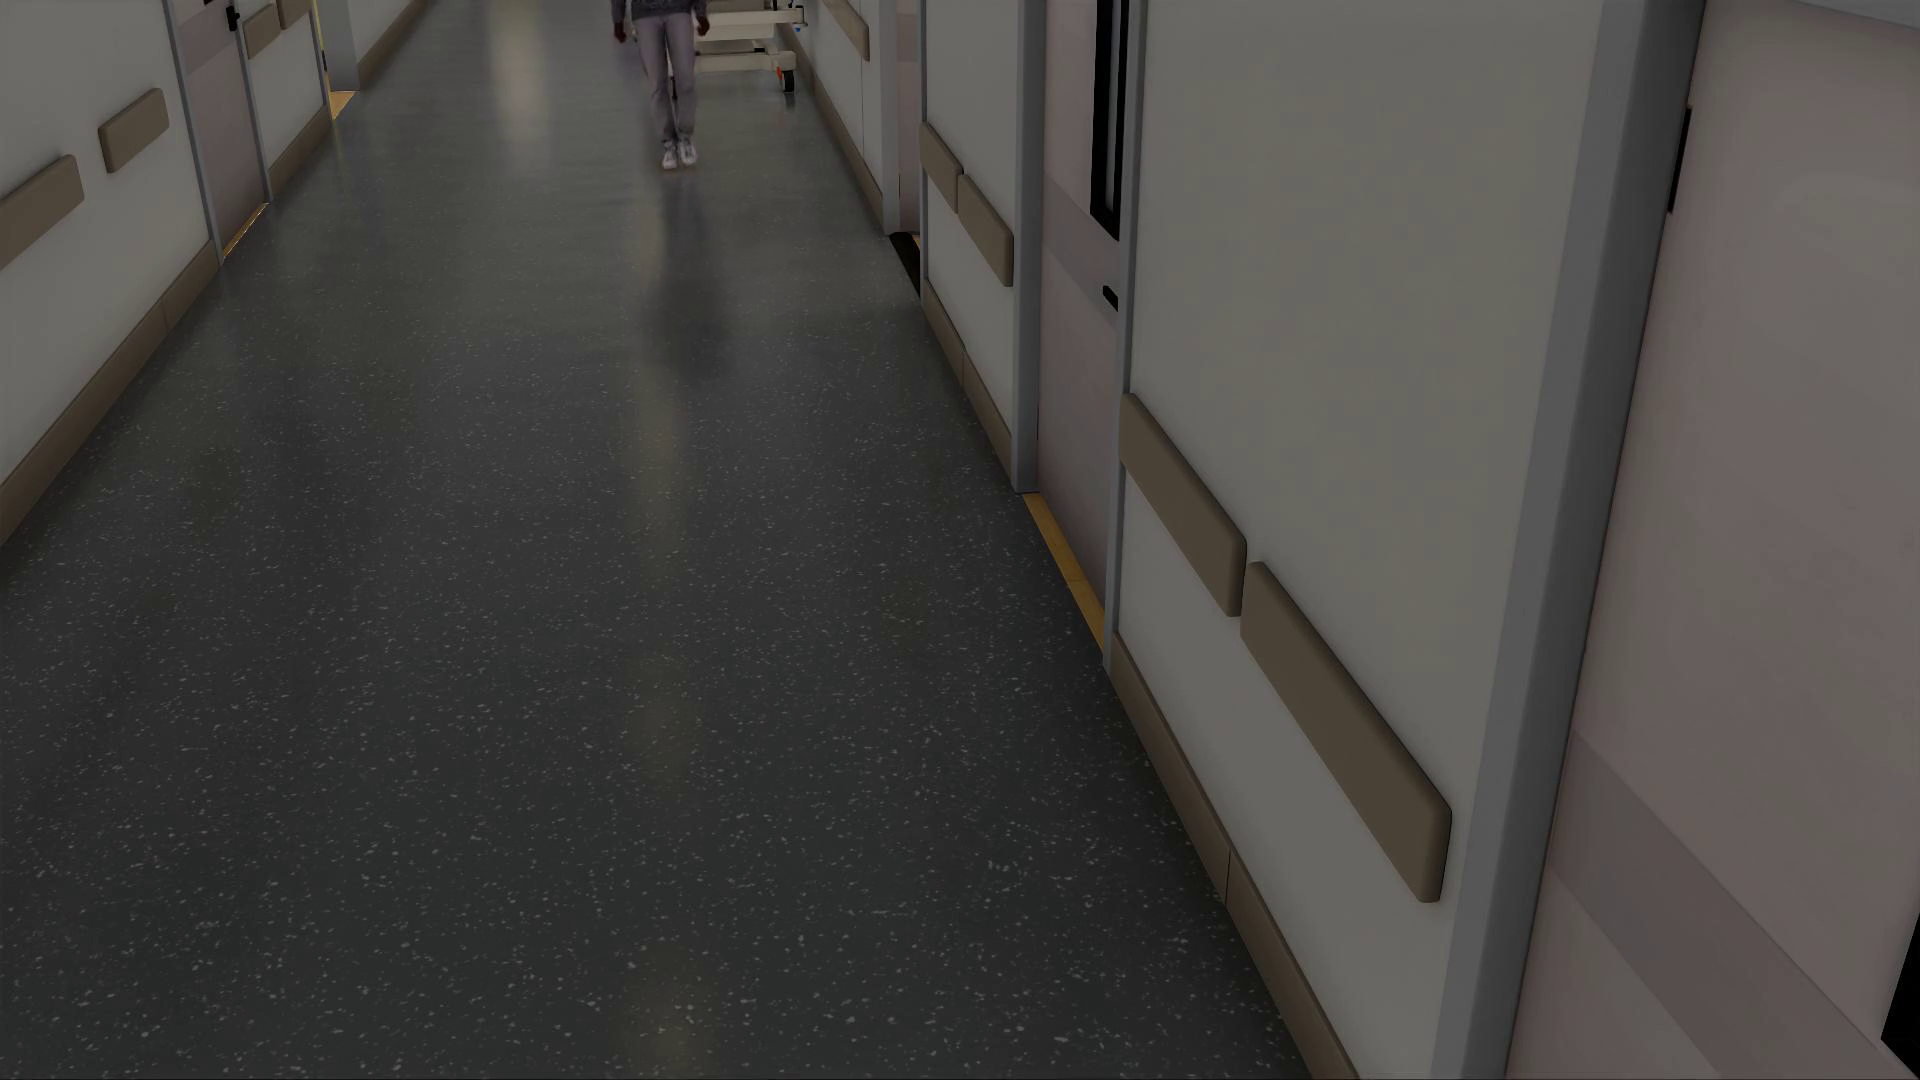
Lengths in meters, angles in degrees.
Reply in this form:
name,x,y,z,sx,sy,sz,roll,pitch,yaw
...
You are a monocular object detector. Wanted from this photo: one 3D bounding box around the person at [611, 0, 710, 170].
name,x,y,z,sx,sy,sz,roll,pitch,yaw
person,-1.829,-3.247,10.281,0.543,1.830,0.803,-2,26,-5
